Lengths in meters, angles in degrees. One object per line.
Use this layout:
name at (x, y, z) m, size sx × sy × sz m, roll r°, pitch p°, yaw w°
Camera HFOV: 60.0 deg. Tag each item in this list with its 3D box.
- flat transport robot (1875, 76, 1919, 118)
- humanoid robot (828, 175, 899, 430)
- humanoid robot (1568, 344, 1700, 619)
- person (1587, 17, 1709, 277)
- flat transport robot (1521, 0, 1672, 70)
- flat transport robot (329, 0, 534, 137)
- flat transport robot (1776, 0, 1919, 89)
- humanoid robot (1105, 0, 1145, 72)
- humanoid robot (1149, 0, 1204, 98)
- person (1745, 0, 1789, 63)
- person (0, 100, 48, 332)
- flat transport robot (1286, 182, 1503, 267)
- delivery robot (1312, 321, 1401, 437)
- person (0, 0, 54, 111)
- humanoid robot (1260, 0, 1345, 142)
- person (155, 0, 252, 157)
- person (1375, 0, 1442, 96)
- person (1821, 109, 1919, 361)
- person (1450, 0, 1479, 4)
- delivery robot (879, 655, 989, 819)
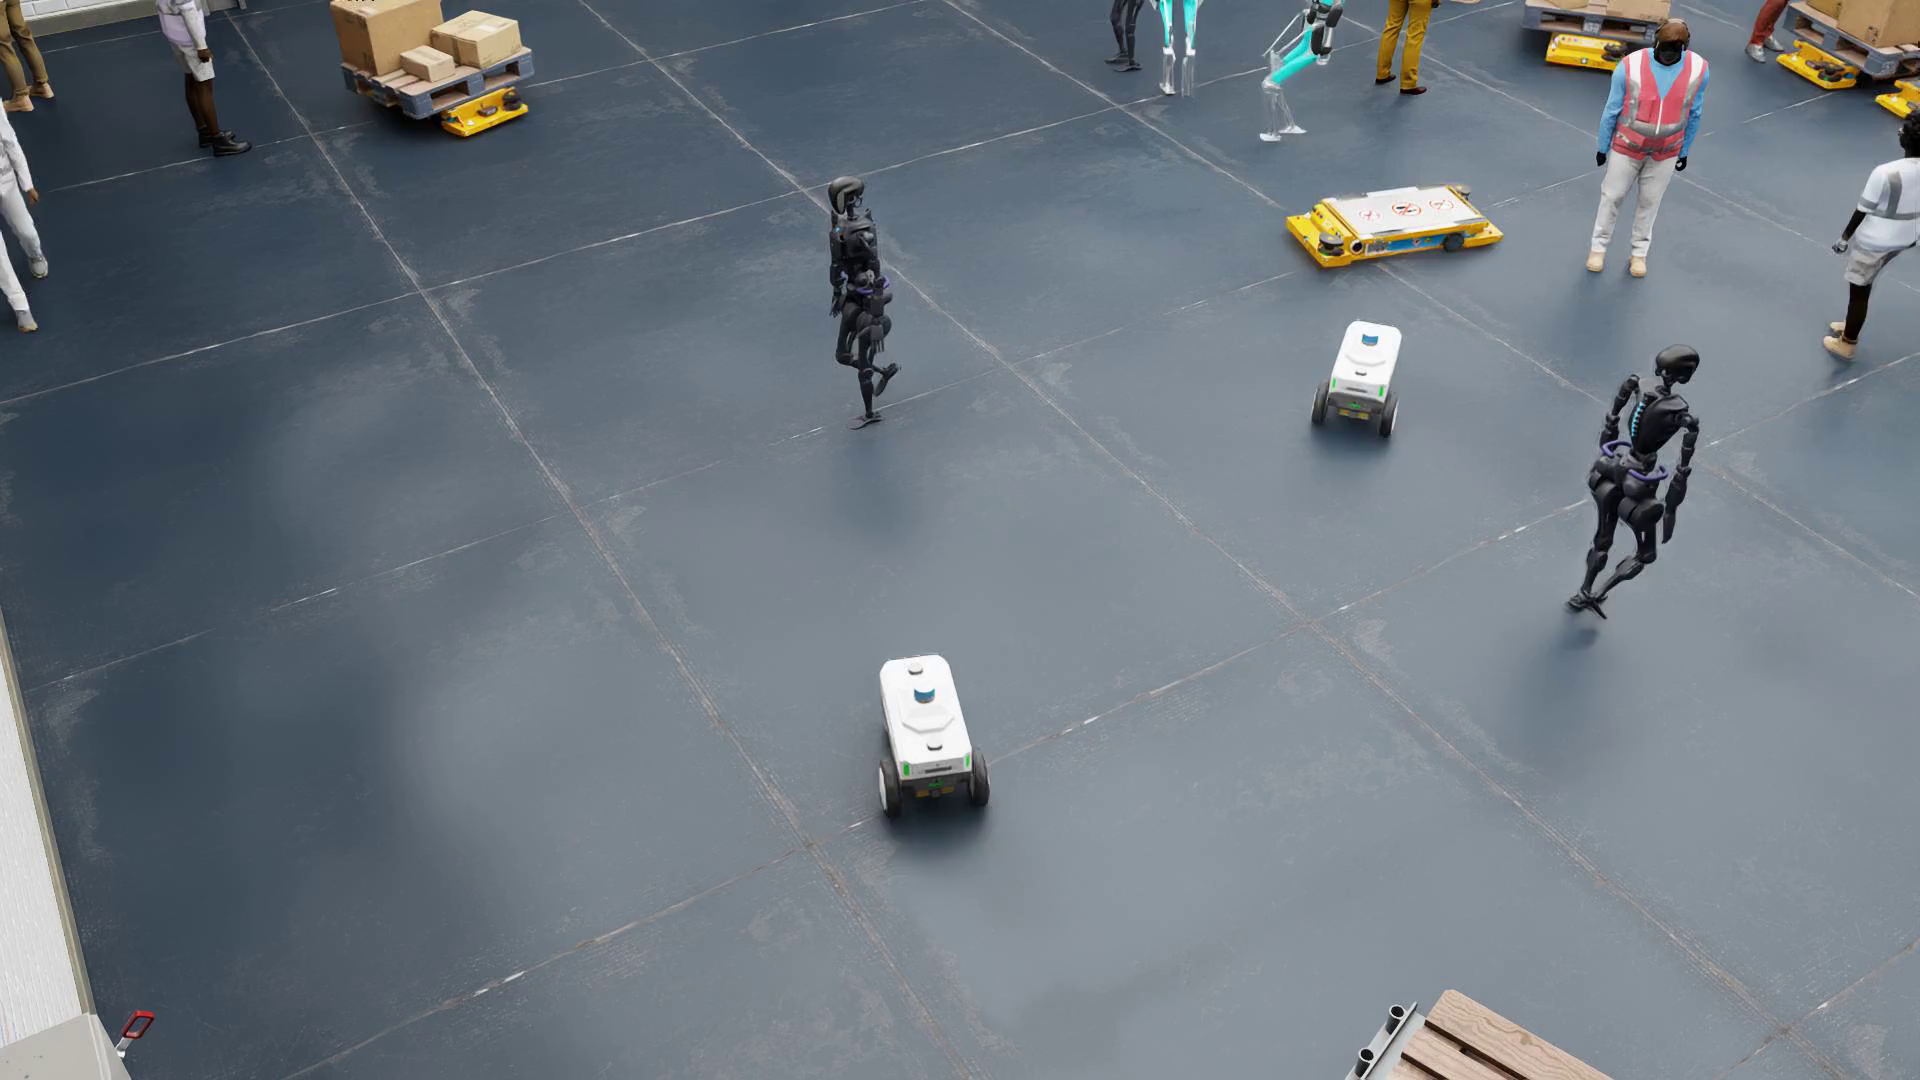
flat transport robot at (8.525, -3.690, 13.948) m, size 1.431 × 0.231 × 0.659 m, roll -9°, pitch 39°, yaw -11°
humanoid robot at (-0.539, -1.428, 9.968) m, size 0.426 × 1.645 × 0.611 m, roll -21°, pitch 43°, yaw -24°
humanoid robot at (3.431, -0.296, 8.530) m, size 0.356 × 1.655 × 0.599 m, roll -16°, pitch 41°, yaw -19°
person at (4.701, -2.697, 11.442) m, size 0.633 × 1.831 × 0.429 m, roll 6°, pitch 39°, yaw 8°
flat transport robot at (5.757, -4.659, 15.170) m, size 0.659 × 0.231 × 1.431 m, roll 13°, pitch 40°, yaw 16°
flat transport robot at (-4.373, -3.772, 14.051) m, size 1.431 × 0.231 × 0.659 m, roll 27°, pitch 46°, yaw 30°
flat transport robot at (8.024, -4.255, 14.661) m, size 1.431 × 0.231 × 0.659 m, roll -11°, pitch 40°, yaw -14°
humanoid robot at (1.487, -4.845, 14.272) m, size 0.325 × 1.650 × 0.614 m, roll -11°, pitch 40°, yaw -14°
humanoid robot at (1.852, -4.458, 13.822) m, size 0.545 × 1.900 × 0.685 m, roll -5°, pitch 39°, yaw -6°
person at (7.278, -5.122, 14.486) m, size 0.552 × 1.849 × 0.505 m, roll -10°, pitch 40°, yaw -13°
person at (-6.464, -2.379, 11.021) m, size 0.576 × 1.848 × 0.866 m, roll -19°, pitch 42°, yaw -23°
flat transport robot at (3.193, -2.319, 12.218) m, size 1.431 × 0.231 × 0.659 m, roll -10°, pitch 39°, yaw -12°
delivery robot at (2.518, -1.042, 10.367) m, size 0.499 × 0.582 × 0.773 m, roll 13°, pitch 40°, yaw 15°
person at (-7.911, -4.423, 13.672) m, size 0.368 × 1.762 × 0.522 m, roll 7°, pitch 39°, yaw 9°
humanoid robot at (2.637, -3.977, 13.122) m, size 0.809 × 1.764 × 0.544 m, roll -2°, pitch 38°, yaw -3°
person at (-5.988, -3.954, 12.938) m, size 0.376 × 1.937 × 0.545 m, roll -28°, pitch 46°, yaw -31°
person at (3.809, -4.612, 13.916) m, size 0.338 × 1.754 × 0.535 m, roll -24°, pitch 44°, yaw -27°
person at (5.829, -1.965, 10.623) m, size 0.551 × 1.679 × 0.504 m, roll -12°, pitch 40°, yaw -15°
person at (4.858, -6.033, 15.607) m, size 0.359 × 1.882 × 0.573 m, roll 7°, pitch 39°, yaw 8°
delivery robot at (-0.162, 0.925, 7.909) m, size 0.499 × 0.612 × 0.815 m, roll -7°, pitch 39°, yaw -9°
